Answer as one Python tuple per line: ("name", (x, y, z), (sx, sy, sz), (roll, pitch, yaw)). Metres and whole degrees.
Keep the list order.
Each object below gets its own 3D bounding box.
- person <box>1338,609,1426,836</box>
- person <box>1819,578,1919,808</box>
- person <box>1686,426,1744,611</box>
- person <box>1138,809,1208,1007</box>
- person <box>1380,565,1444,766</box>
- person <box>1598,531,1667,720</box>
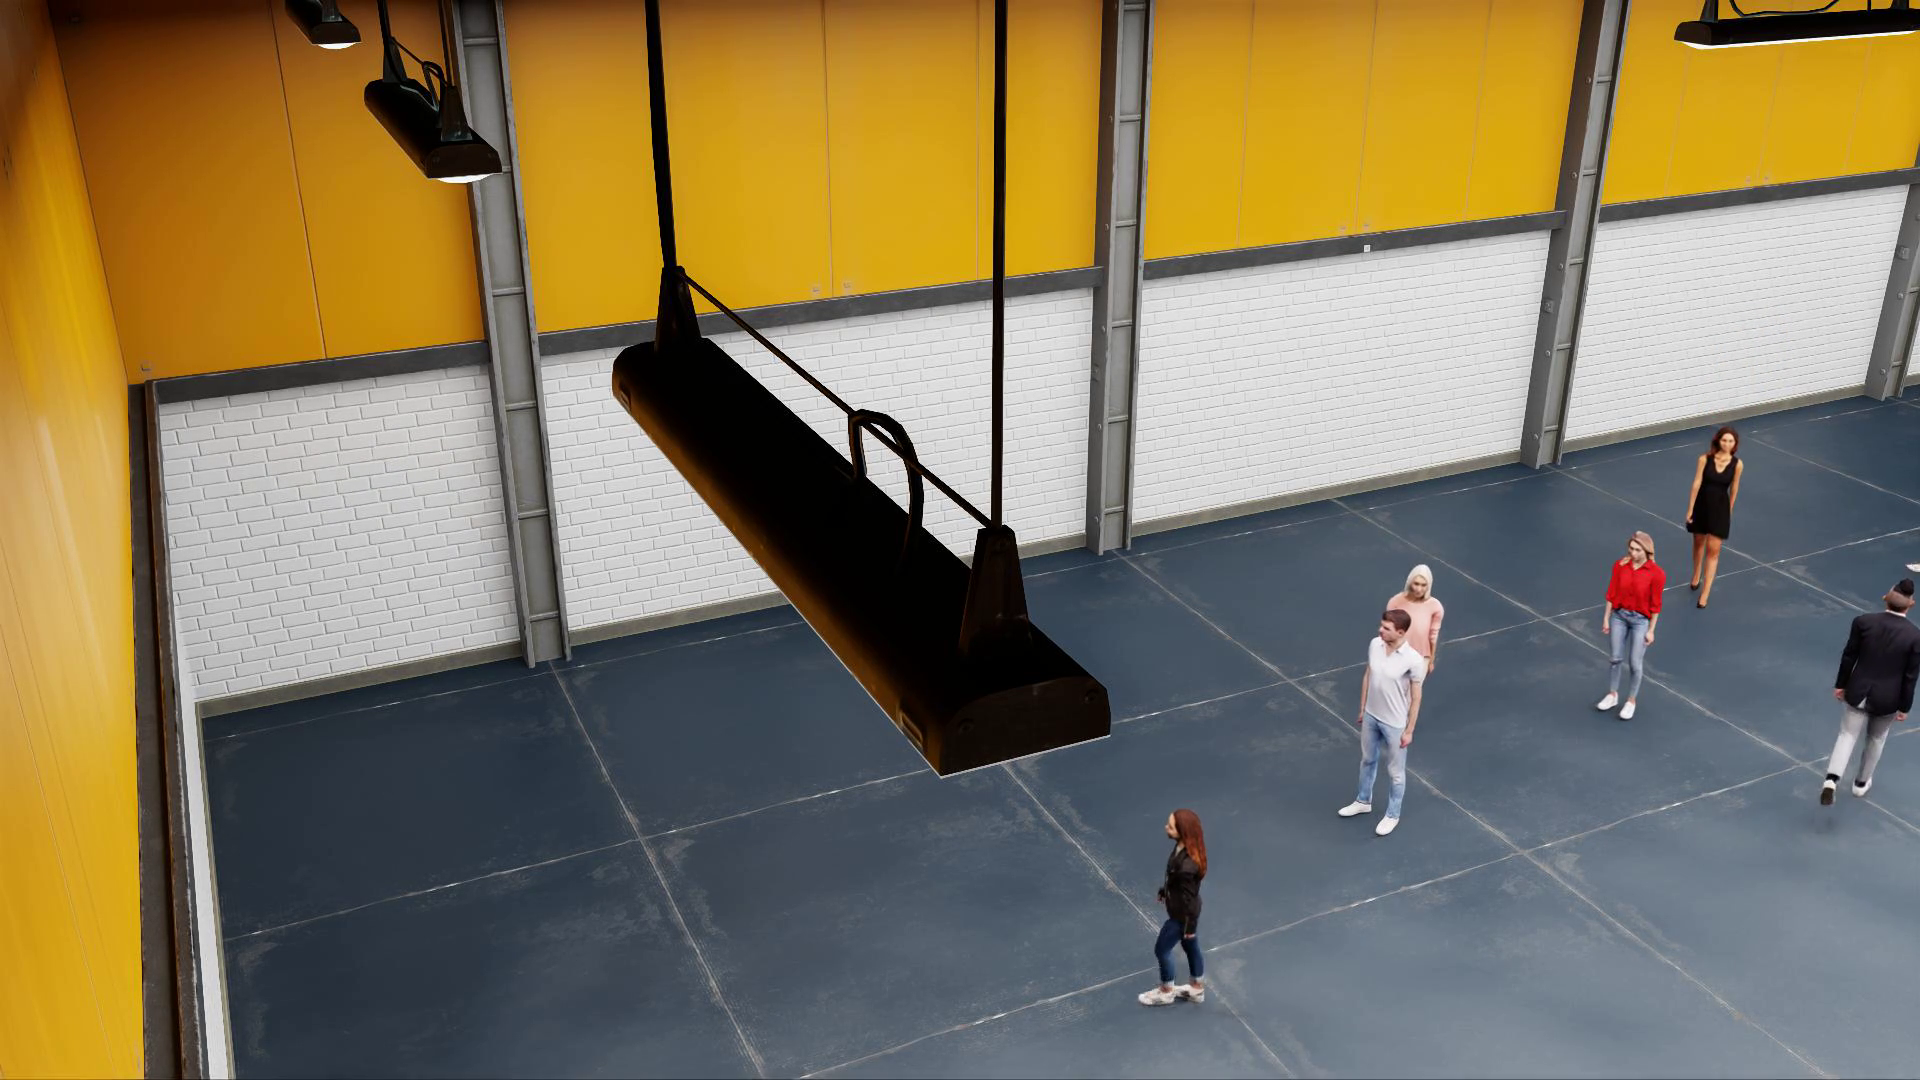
("person", (3.242, 1.345, 12.606), (0.624, 1.852, 0.690), (-17, 29, -34))
("person", (7.025, 1.211, 12.815), (0.990, 1.928, 1.216), (20, 30, 38))
("person", (7.362, -0.265, 16.359), (1.023, 1.796, 1.129), (10, 26, 23))
("person", (1.511, 2.380, 10.716), (0.792, 1.468, 0.731), (5, 24, 11))
("person", (3.704, 0.958, 13.728), (1.151, 1.663, 1.233), (10, 26, 22))
("person", (5.760, 0.706, 14.256), (0.697, 1.700, 0.677), (18, 30, 36))
